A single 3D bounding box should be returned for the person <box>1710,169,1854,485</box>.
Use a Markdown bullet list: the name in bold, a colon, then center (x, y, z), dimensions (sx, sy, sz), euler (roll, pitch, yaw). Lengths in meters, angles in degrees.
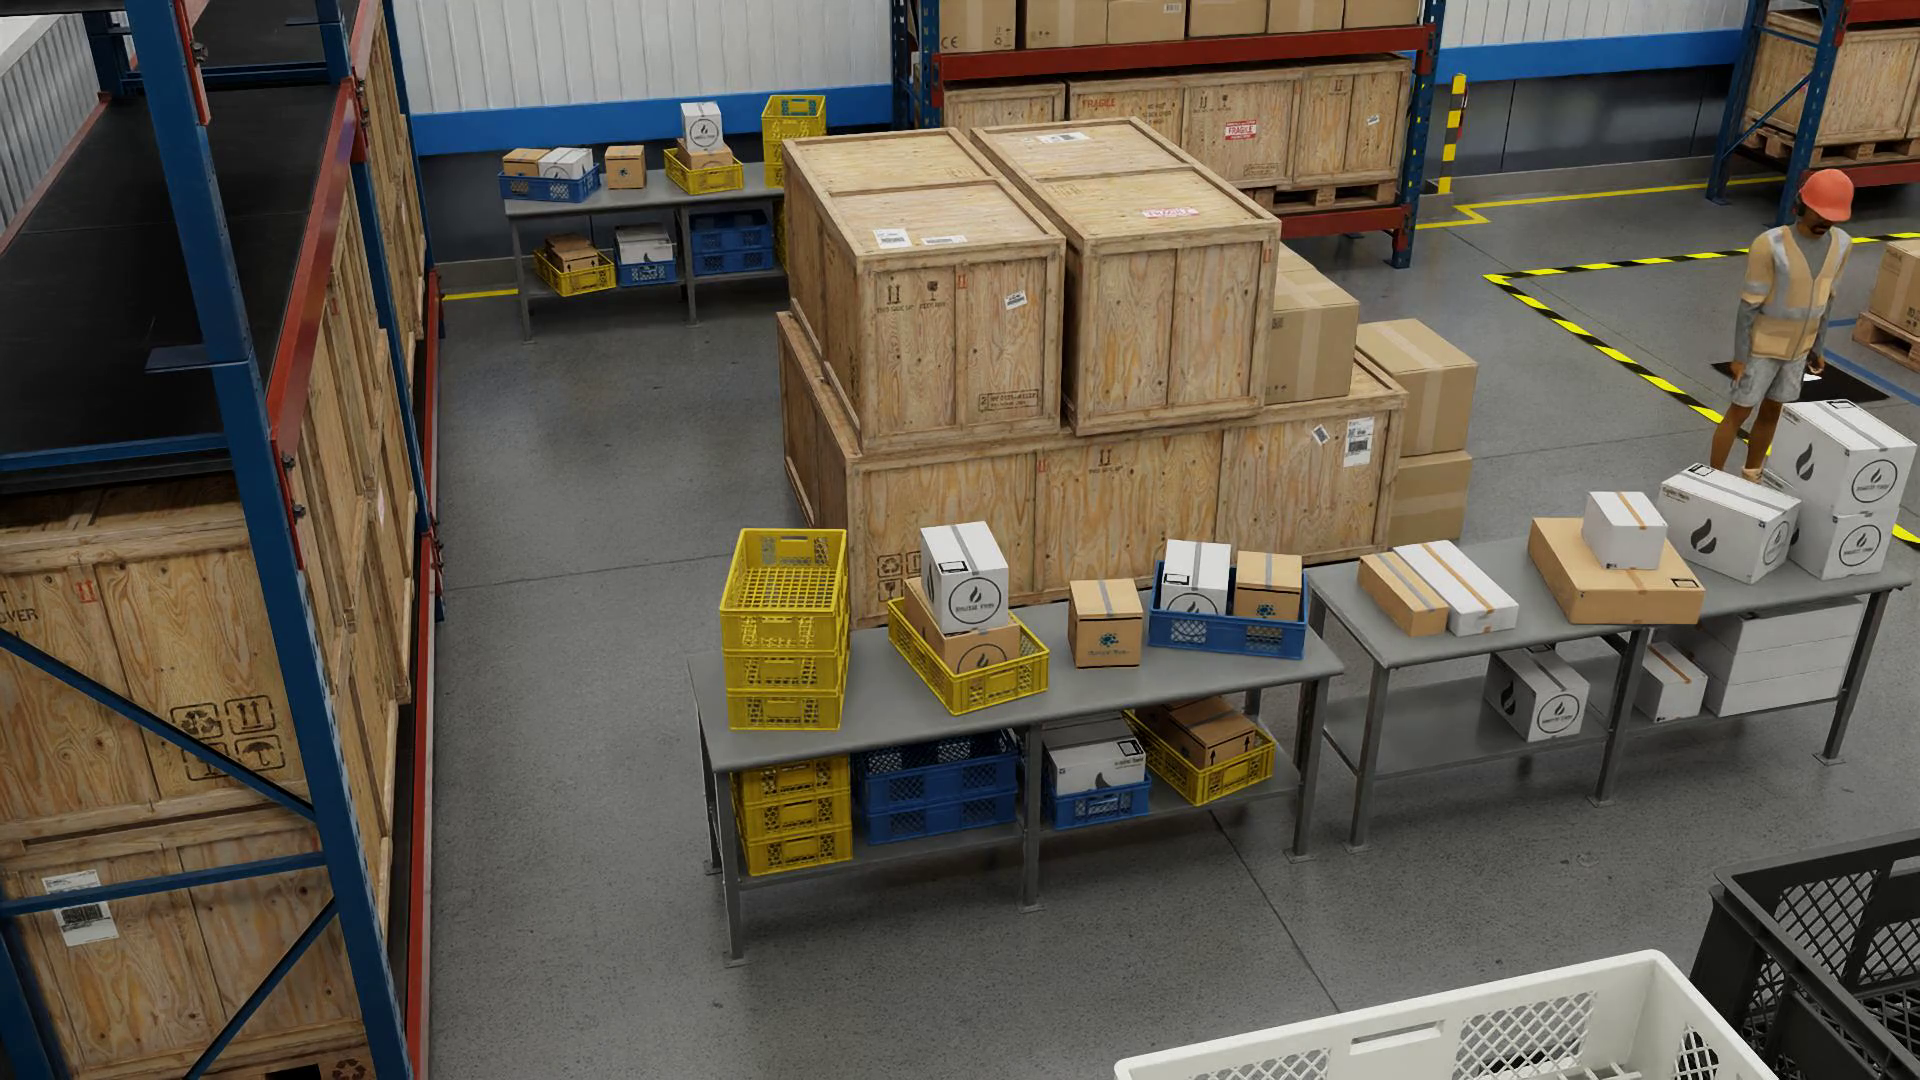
- **person**: center (4.564, -1.068, 9.230), dimensions (0.604, 2.032, 0.396), euler (-7, 30, -12)
